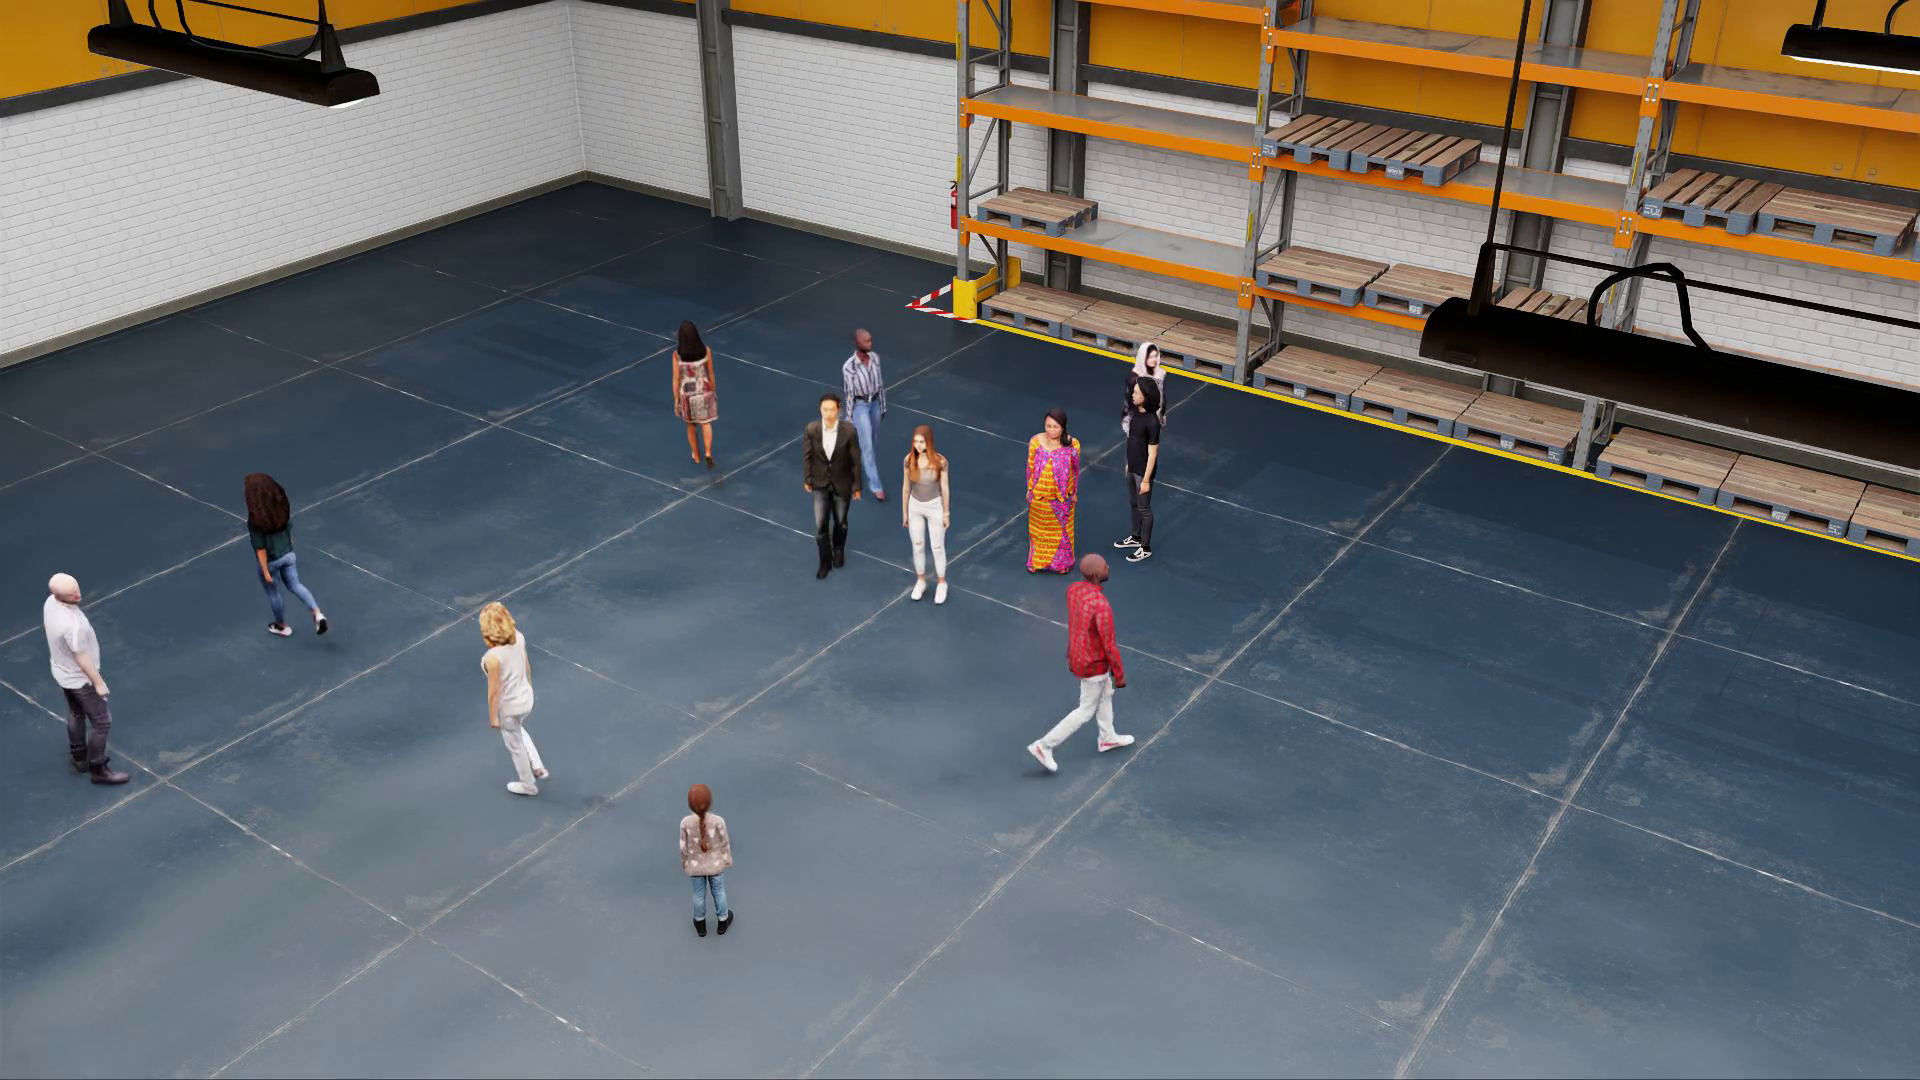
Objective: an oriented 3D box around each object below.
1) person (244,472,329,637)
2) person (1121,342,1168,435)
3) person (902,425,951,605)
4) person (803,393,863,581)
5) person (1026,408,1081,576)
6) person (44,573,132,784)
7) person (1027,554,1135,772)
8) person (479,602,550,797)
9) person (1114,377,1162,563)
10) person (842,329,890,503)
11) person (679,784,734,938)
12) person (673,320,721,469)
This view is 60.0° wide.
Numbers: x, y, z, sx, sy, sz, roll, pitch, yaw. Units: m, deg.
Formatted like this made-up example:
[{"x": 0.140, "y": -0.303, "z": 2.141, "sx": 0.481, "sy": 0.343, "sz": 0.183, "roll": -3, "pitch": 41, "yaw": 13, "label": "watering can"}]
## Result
[{"x": -5.827, "y": 0.165, "z": 14.315, "sx": 0.942, "sy": 1.604, "sz": 0.648, "roll": 14, "pitch": 32, "yaw": 24, "label": "person"}, {"x": 1.807, "y": -1.275, "z": 16.934, "sx": 0.724, "sy": 1.624, "sz": 0.762, "roll": -21, "pitch": 35, "yaw": -34, "label": "person"}, {"x": -0.295, "y": -0.254, "z": 14.967, "sx": 0.570, "sy": 1.716, "sz": 0.714, "roll": 7, "pitch": 29, "yaw": 12, "label": "person"}, {"x": -1.176, "y": -0.575, "z": 15.483, "sx": 0.940, "sy": 1.785, "sz": 0.988, "roll": 0, "pitch": 29, "yaw": 1, "label": "person"}, {"x": 0.866, "y": -0.466, "z": 15.391, "sx": 0.736, "sy": 1.681, "sz": 0.823, "roll": 4, "pitch": 29, "yaw": 7, "label": "person"}, {"x": -6.710, "y": 1.014, "z": 12.543, "sx": 0.623, "sy": 1.811, "sz": 0.988, "roll": 19, "pitch": 34, "yaw": 31, "label": "person"}, {"x": 0.924, "y": 0.948, "z": 12.679, "sx": 1.165, "sy": 1.796, "sz": 1.209, "roll": -9, "pitch": 30, "yaw": -16, "label": "person"}, {"x": -3.255, "y": 1.208, "z": 12.345, "sx": 0.694, "sy": 1.659, "sz": 0.692, "roll": 9, "pitch": 30, "yaw": 16, "label": "person"}, {"x": 1.716, "y": -0.697, "z": 15.653, "sx": 0.772, "sy": 1.836, "sz": 0.683, "roll": -8, "pitch": 30, "yaw": -15, "label": "person"}, {"x": -1.012, "y": -1.301, "z": 16.830, "sx": 1.049, "sy": 1.770, "sz": 0.734, "roll": 23, "pitch": 36, "yaw": 36, "label": "person"}, {"x": -1.704, "y": 2.141, "z": 11.120, "sx": 0.550, "sy": 1.194, "sz": 0.621, "roll": -3, "pitch": 29, "yaw": -5, "label": "person"}, {"x": -2.730, "y": -1.470, "z": 17.289, "sx": 0.916, "sy": 1.626, "sz": 1.011, "roll": -9, "pitch": 30, "yaw": -16, "label": "person"}]
